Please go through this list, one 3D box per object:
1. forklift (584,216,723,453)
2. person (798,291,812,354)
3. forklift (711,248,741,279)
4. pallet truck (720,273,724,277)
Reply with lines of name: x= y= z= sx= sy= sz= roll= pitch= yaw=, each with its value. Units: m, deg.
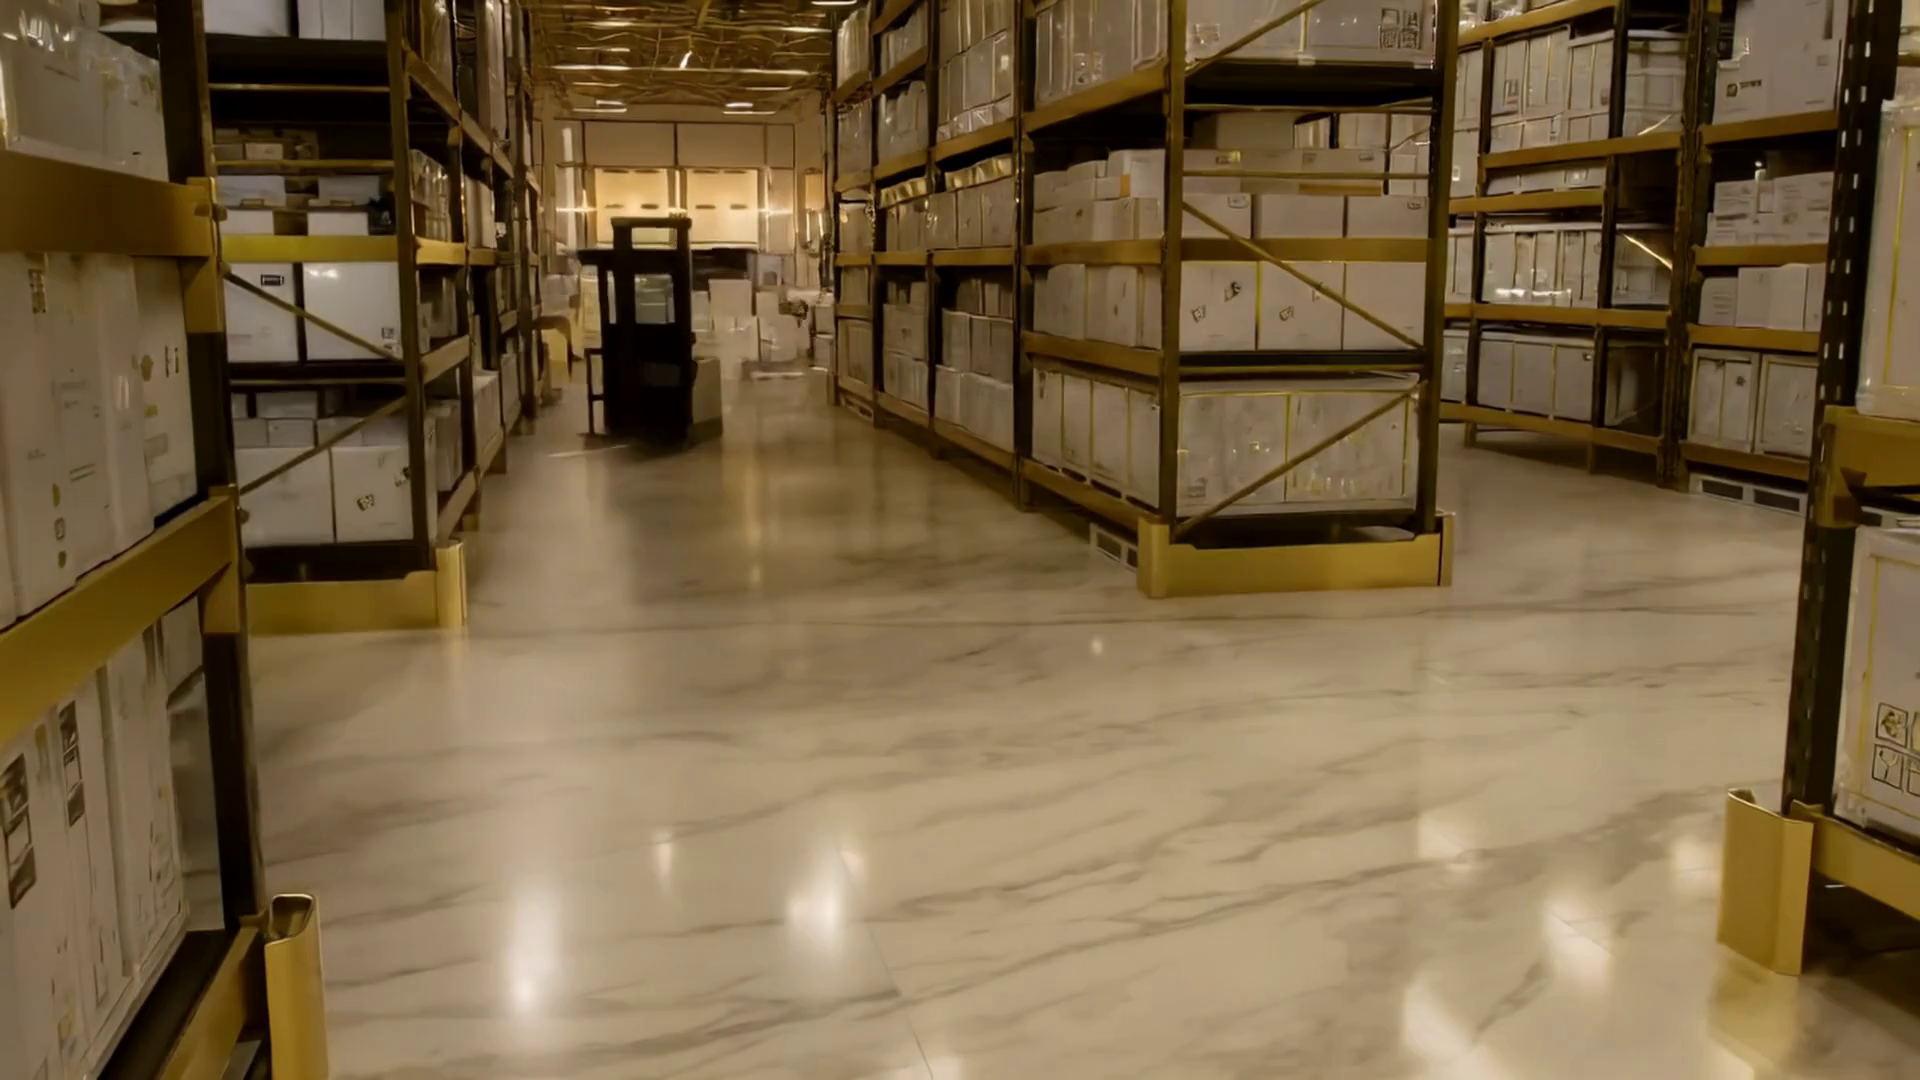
forklift: x=-3.724 y=-2.544 z=20.329 sx=1.129 sy=2.768 sz=1.873 roll=2 pitch=10 yaw=13
person: x=-3.928 y=-5.553 z=42.498 sx=0.378 sy=1.627 sz=0.520 roll=2 pitch=10 yaw=14
forklift: x=-7.372 y=-7.854 z=52.695 sx=1.129 sy=2.768 sz=1.873 roll=-8 pitch=12 yaw=-40
pallet truck: x=-8.580 y=-8.986 z=62.280 sx=1.885 sy=1.965 sz=0.823 roll=1 pitch=9 yaw=5
